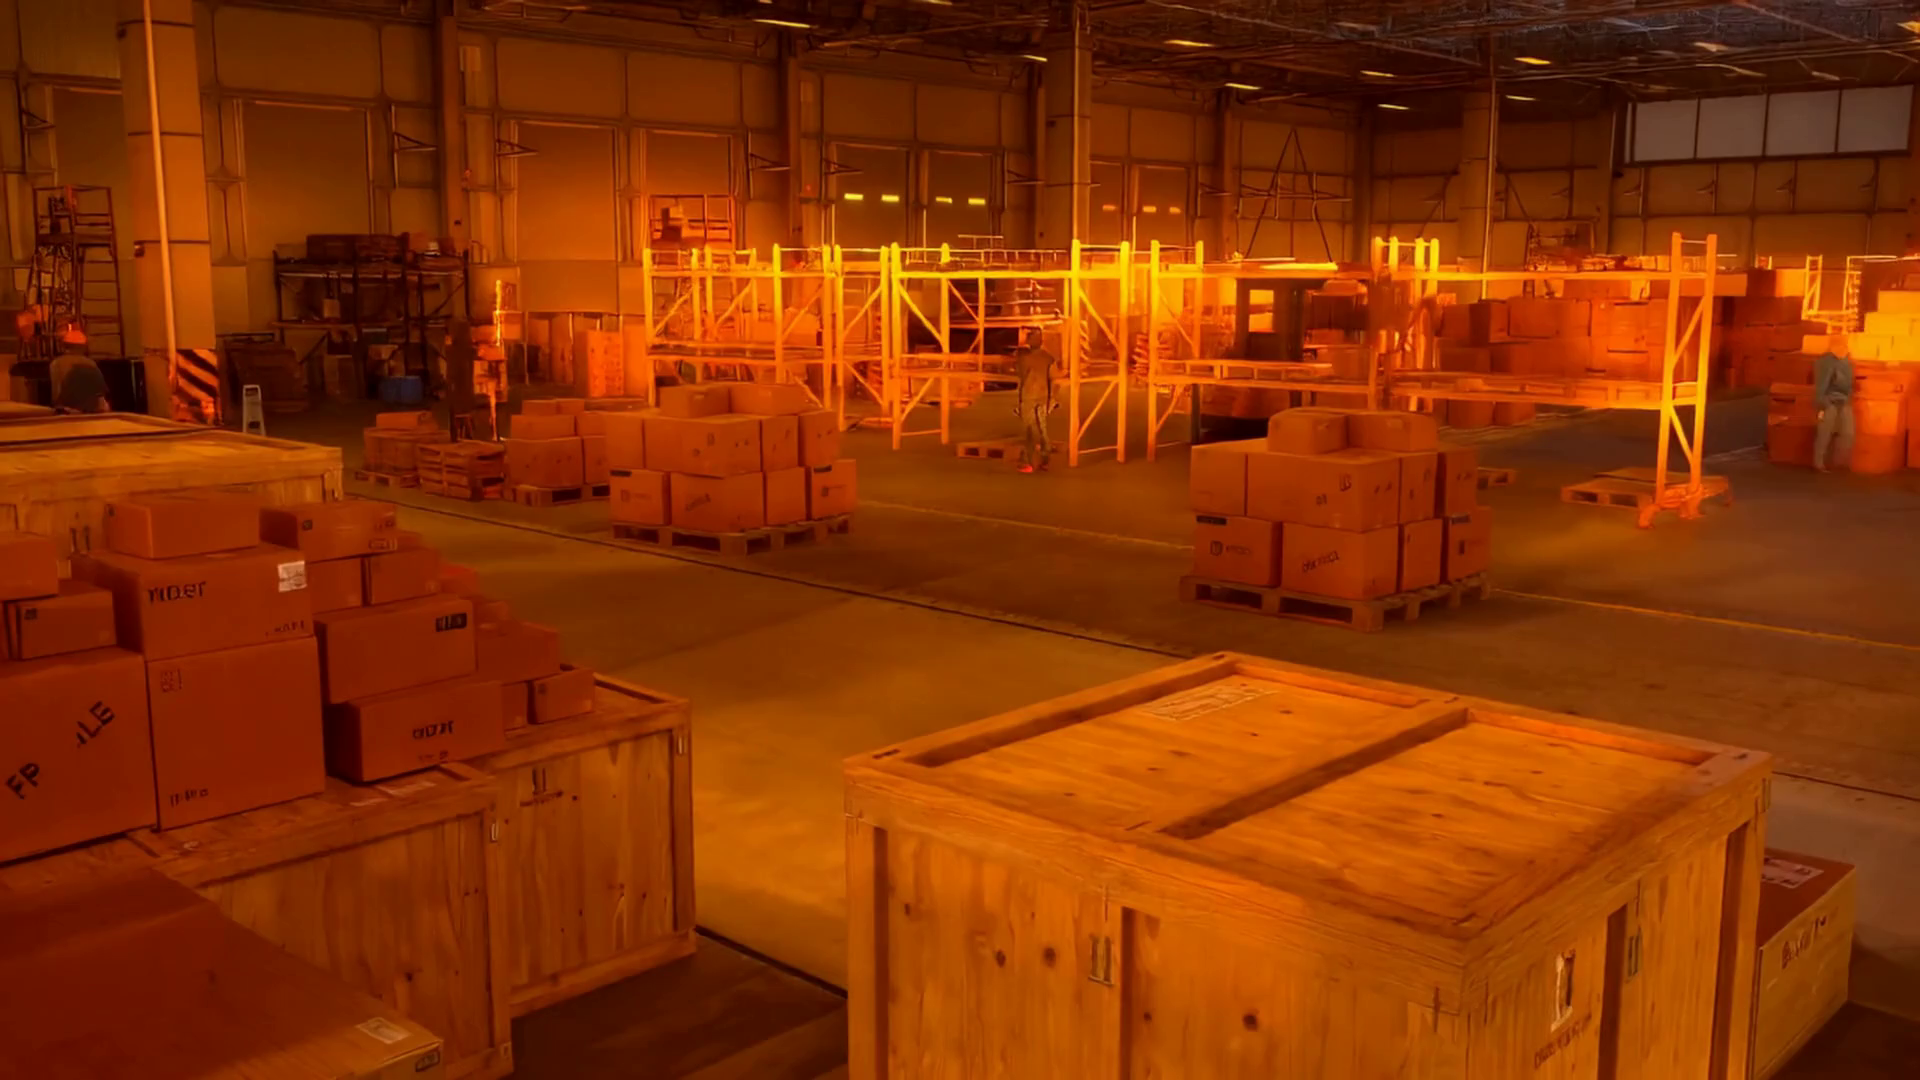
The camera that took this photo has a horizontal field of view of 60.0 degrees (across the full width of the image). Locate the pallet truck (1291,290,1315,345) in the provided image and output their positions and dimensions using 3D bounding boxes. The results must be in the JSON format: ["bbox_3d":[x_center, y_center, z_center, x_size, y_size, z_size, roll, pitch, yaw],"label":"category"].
[{"bbox_3d":[11.297,-6.951,52.861,1.885,1.965,0.823,-5,11,-29],"label":"pallet truck"}]

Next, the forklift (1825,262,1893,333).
[{"bbox_3d":[23.174,-5.666,42.287,1.129,2.768,1.873,-5,11,-29],"label":"forklift"}]

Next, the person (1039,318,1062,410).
[{"bbox_3d":[1.732,-3.330,31.473,0.488,1.736,0.323,-5,11,-29],"label":"person"}]

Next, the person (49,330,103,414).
[{"bbox_3d":[-10.612,-1.563,20.036,0.587,1.930,0.359,-1,9,-4],"label":"person"}]

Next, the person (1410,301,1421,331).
[{"bbox_3d":[13.919,-6.522,51.260,0.552,1.655,0.863,8,12,41],"label":"person"}]

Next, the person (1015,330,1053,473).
[{"bbox_3d":[0.964,-1.800,21.676,0.528,1.869,0.313,-4,10,-22],"label":"person"}]

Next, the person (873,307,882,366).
[{"bbox_3d":[-2.165,-5.387,44.401,0.313,1.633,0.517,-1,9,-8],"label":"person"}]

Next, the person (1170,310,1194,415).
[{"bbox_3d":[4.090,-3.217,30.285,0.342,1.899,0.730,4,10,25],"label":"person"}]

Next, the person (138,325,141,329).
[{"bbox_3d":[-12.925,-2.667,26.917,0.734,1.898,0.597,-4,10,-25],"label":"person"}]

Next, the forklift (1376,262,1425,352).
[{"bbox_3d":[10.955,-5.642,42.140,1.129,2.768,1.873,-2,9,-9],"label":"forklift"}]

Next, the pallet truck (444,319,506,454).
[{"bbox_3d":[-6.981,-1.942,22.150,1.885,1.965,0.823,1,9,9],"label":"pallet truck"}]

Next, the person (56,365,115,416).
[{"bbox_3d":[-6.145,-0.276,11.804,1.026,2.000,0.692,-3,10,-18],"label":"person"}]

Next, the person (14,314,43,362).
[{"bbox_3d":[-14.789,-2.618,26.478,0.357,1.936,0.551,-6,11,-33],"label":"person"}]

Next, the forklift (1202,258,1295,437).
[{"bbox_3d":[4.848,-3.125,26.705,1.129,2.768,1.873,9,13,43],"label":"forklift"}]

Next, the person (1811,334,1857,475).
[{"bbox_3d":[11.305,-1.725,21.359,0.649,1.820,0.647,-5,10,-27],"label":"person"}]
